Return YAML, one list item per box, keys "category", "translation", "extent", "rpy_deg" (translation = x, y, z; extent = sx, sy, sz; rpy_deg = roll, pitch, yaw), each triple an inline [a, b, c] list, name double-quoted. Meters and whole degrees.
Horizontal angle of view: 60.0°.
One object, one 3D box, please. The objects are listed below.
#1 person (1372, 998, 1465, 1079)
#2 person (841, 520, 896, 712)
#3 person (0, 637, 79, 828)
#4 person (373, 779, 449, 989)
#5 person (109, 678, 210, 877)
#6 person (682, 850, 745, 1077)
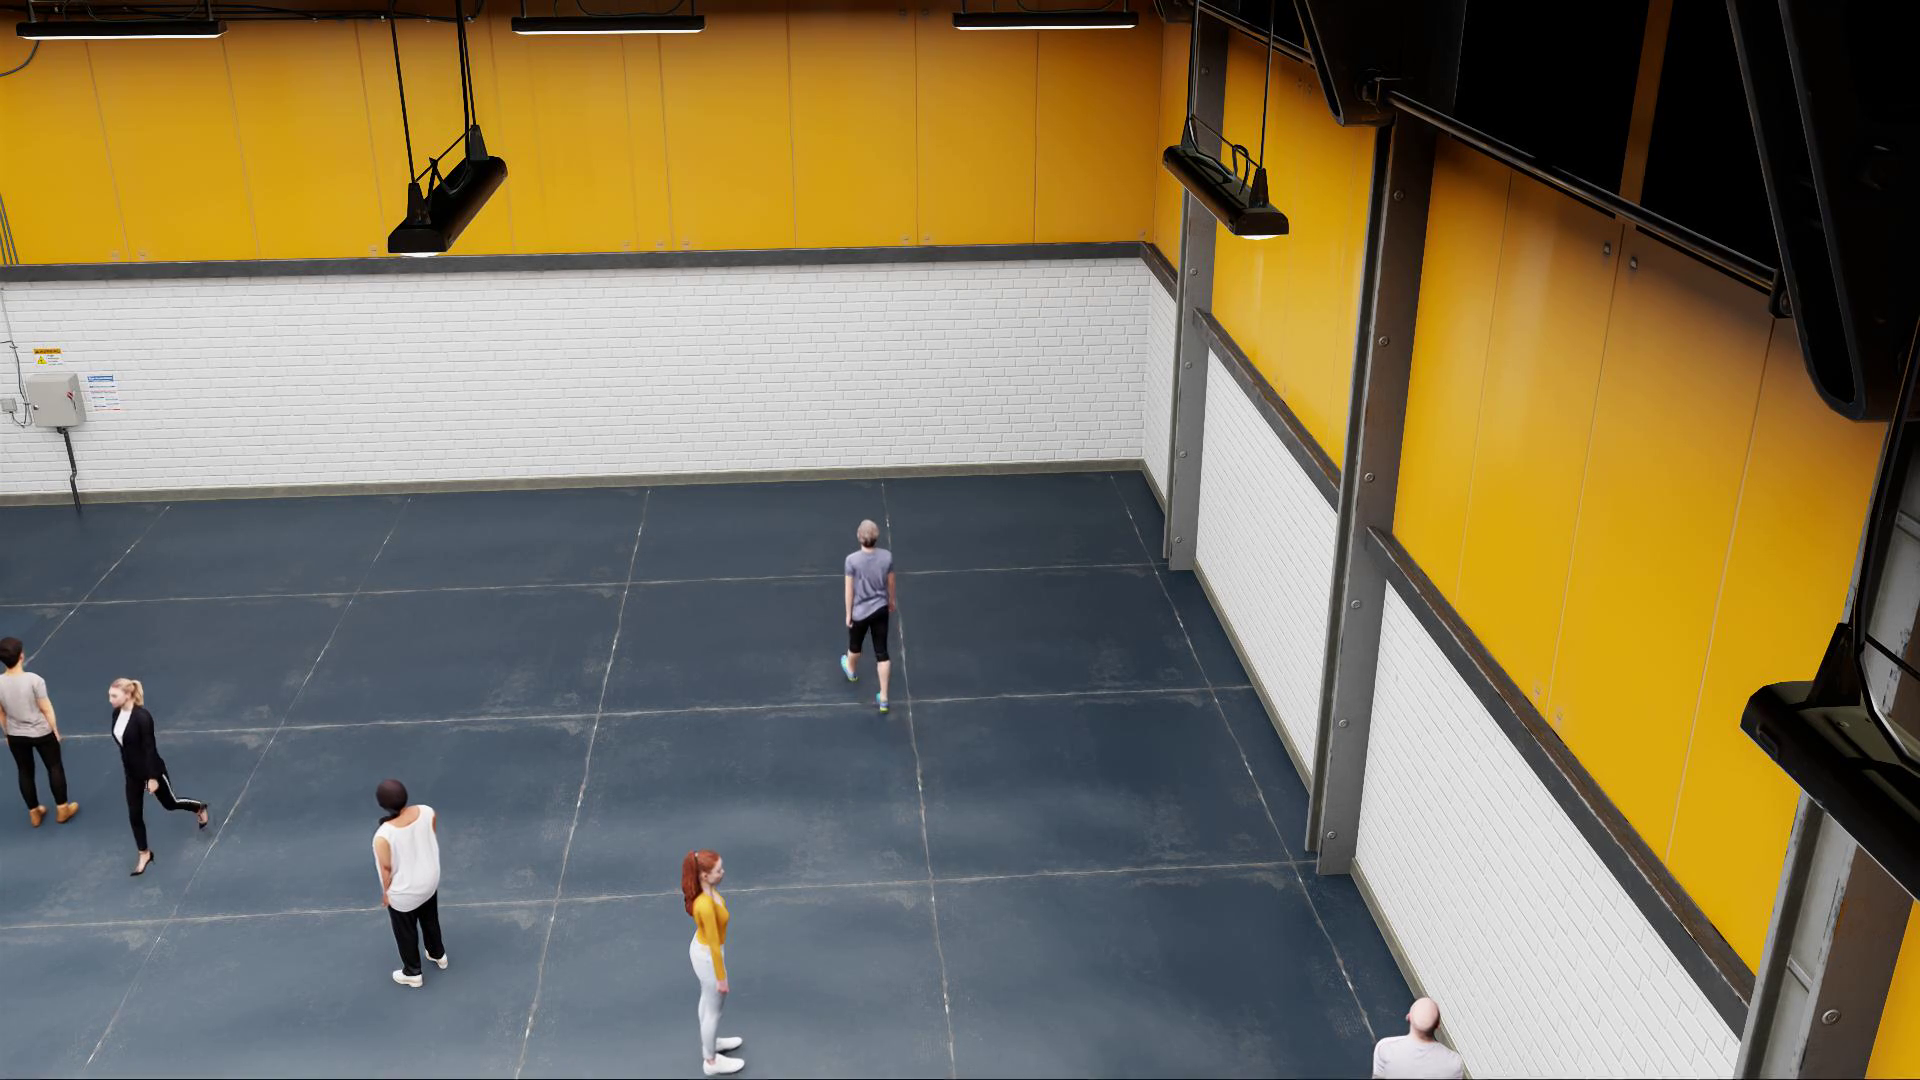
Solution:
- category: "person"
  translation: [2.627, 3.440, 9.722]
  extent: [0.731, 1.832, 0.711]
  rpy_deg: [6, 24, 14]
- category: "person"
  translation: [-0.828, 0.758, 15.849]
  extent: [0.876, 1.838, 1.252]
  rpy_deg: [-8, 25, -17]
- category: "person"
  translation: [-7.857, 1.621, 14.025]
  extent: [0.599, 1.717, 0.519]
  rpy_deg: [-3, 24, -7]
- category: "person"
  translation: [-4.028, 2.467, 12.123]
  extent: [0.821, 1.691, 0.744]
  rpy_deg: [15, 28, 31]
- category: "person"
  translation: [-6.537, 1.866, 13.527]
  extent: [0.918, 1.668, 1.169]
  rpy_deg: [9, 25, 19]
- category: "person"
  translation: [-1.696, 2.837, 11.203]
  extent: [0.690, 1.750, 0.574]
  rpy_deg: [-8, 25, -17]
